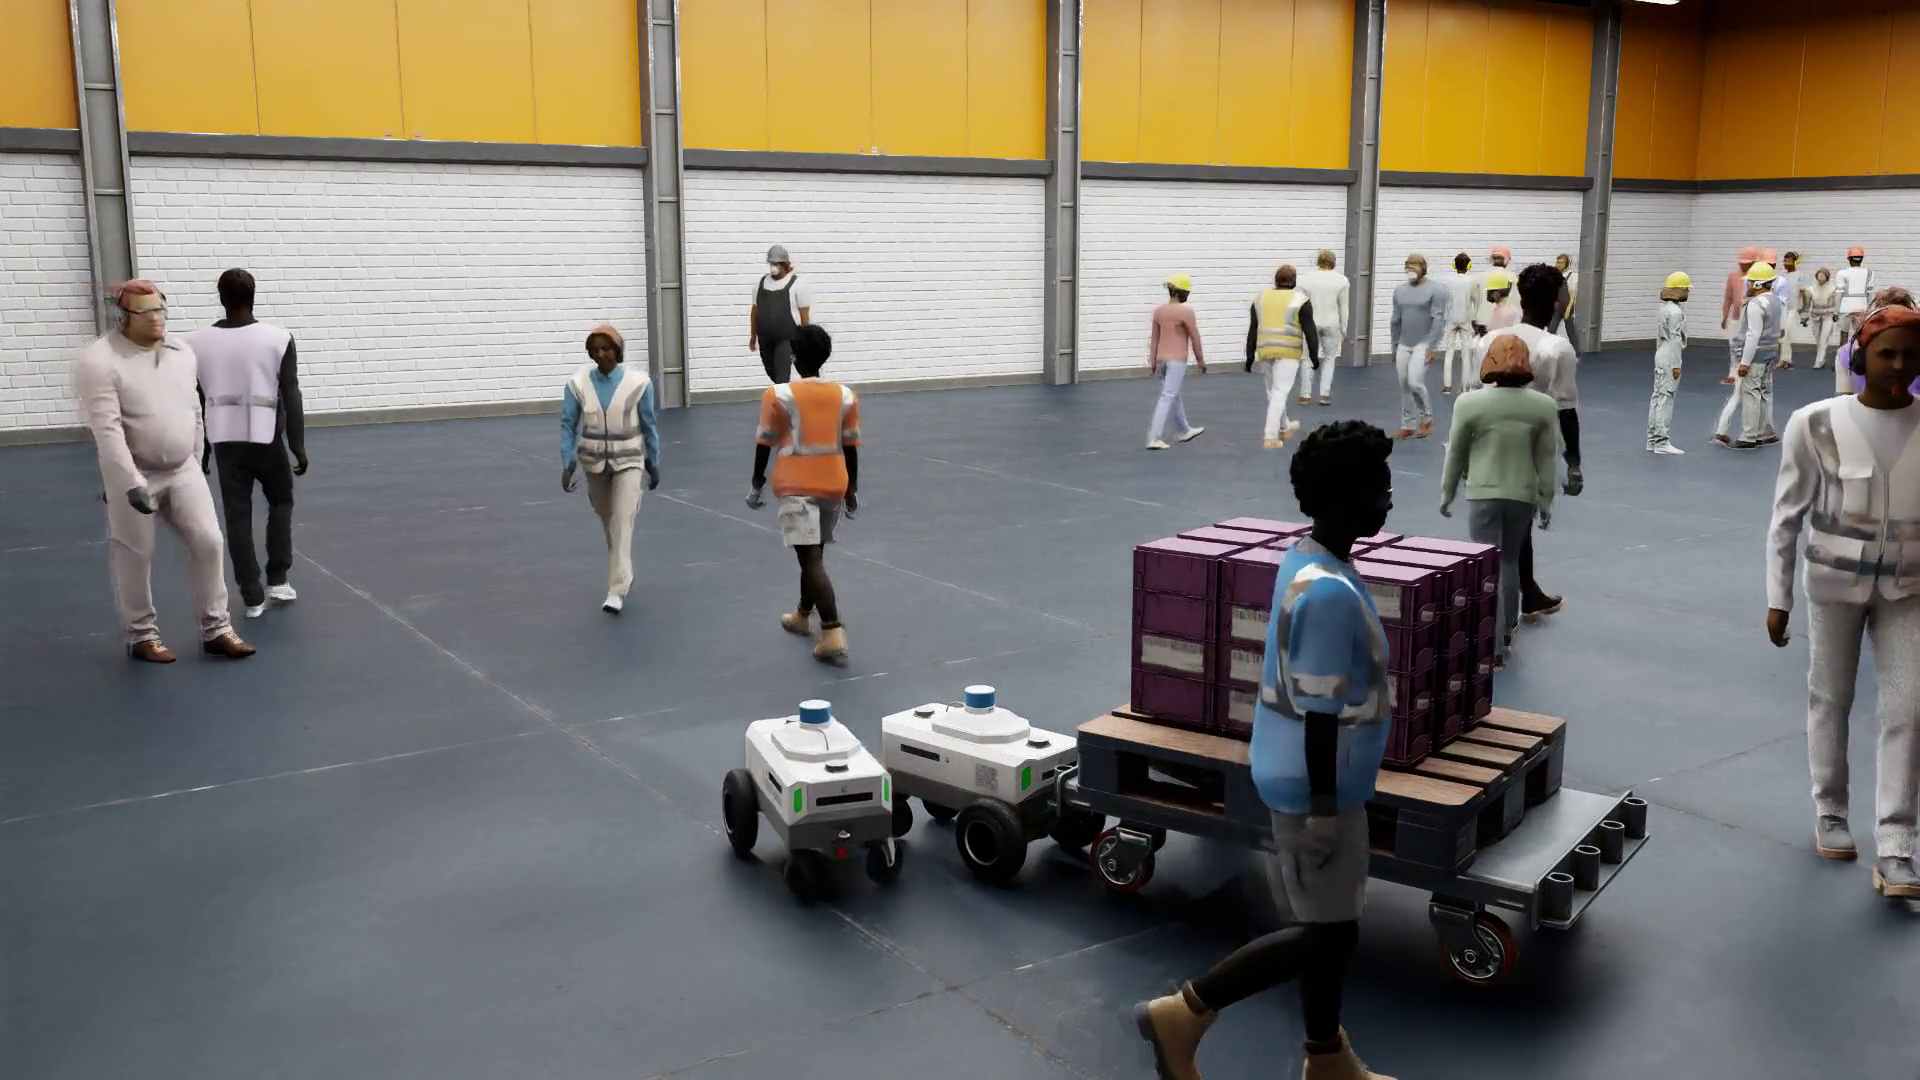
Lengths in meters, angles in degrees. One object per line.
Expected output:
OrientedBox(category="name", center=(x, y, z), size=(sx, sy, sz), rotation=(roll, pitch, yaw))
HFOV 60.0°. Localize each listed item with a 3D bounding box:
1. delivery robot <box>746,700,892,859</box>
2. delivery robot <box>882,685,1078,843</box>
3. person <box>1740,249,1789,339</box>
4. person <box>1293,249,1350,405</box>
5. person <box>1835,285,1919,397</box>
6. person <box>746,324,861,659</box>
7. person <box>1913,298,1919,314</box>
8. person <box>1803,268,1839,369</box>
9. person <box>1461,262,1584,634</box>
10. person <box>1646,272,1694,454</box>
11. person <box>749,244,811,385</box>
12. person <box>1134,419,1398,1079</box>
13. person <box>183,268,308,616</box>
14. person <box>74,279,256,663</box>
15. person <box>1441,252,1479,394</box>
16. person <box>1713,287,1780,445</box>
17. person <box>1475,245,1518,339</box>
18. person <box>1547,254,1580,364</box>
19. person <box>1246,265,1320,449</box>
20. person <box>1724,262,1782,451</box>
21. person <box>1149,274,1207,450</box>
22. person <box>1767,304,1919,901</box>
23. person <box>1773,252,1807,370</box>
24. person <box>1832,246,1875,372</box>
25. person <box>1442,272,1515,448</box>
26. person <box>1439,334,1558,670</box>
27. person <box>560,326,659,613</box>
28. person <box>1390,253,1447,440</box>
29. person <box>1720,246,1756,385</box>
OrientedBox(category="delivery robot", center=(-0.472, 0.771, 5.465), size=(0.477, 0.478, 0.707), rotation=(-4, 11, -19))
OrientedBox(category="delivery robot", center=(0.066, 0.738, 5.648), size=(0.707, 0.478, 0.477), rotation=(9, 14, 42))
OrientedBox(category="person", center=(10.489, -2.833, 21.736), size=(0.587, 1.911, 0.713), rotation=(5, 12, 28))
OrientedBox(category="person", center=(4.430, -2.601, 20.513), size=(0.719, 1.916, 0.387), rotation=(3, 11, 14))
OrientedBox(category="person", center=(5.252, -0.533, 9.445), size=(0.576, 1.817, 0.918), rotation=(4, 11, 22))
OrientedBox(category="person", center=(-0.745, -0.254, 8.339), size=(0.541, 1.651, 0.884), rotation=(-7, 13, -35))
OrientedBox(category="person", center=(12.244, -2.538, 20.954), size=(0.738, 1.609, 0.499), rotation=(-8, 13, -37))
OrientedBox(category="person", center=(13.744, -3.530, 26.487), size=(0.822, 1.583, 0.537), rotation=(-10, 14, -43))
OrientedBox(category="person", center=(3.037, -0.469, 8.716), size=(0.884, 1.933, 0.643), rotation=(-5, 12, -26))
OrientedBox(category="person", center=(6.858, -1.704, 16.027), size=(0.296, 1.743, 0.493), rotation=(1, 10, 8))
OrientedBox(category="person", center=(-2.033, -2.383, 18.937), size=(0.685, 2.000, 0.960), rotation=(4, 11, 22))
OrientedBox(category="person", center=(0.759, 0.550, 3.857), size=(0.574, 1.680, 0.538), rotation=(1, 10, 8))
OrientedBox(category="person", center=(-3.946, -0.550, 9.258), size=(0.628, 1.897, 0.619), rotation=(-2, 11, -11))
OrientedBox(category="person", center=(-3.818, -0.301, 7.984), size=(0.774, 1.875, 0.655), rotation=(6, 12, 30))
OrientedBox(category="person", center=(6.626, -2.872, 22.092), size=(0.533, 1.868, 0.310), rotation=(4, 11, 19))
OrientedBox(category="person", center=(7.893, -1.720, 16.540), size=(0.802, 1.587, 0.503), rotation=(-4, 11, -21))
OrientedBox(category="person", center=(6.951, -2.830, 21.587), size=(0.443, 1.965, 0.618), rotation=(-10, 14, -43))
OrientedBox(category="person", center=(9.771, -3.727, 26.991), size=(0.961, 1.800, 0.533), rotation=(-6, 12, -30))
OrientedBox(category="person", center=(3.241, -1.832, 16.591), size=(0.659, 1.786, 0.968), rotation=(8, 13, 38))
OrientedBox(category="person", center=(7.736, -1.782, 16.208), size=(0.404, 1.836, 0.590), rotation=(9, 14, 41))
OrientedBox(category="person", center=(2.165, -1.761, 16.440), size=(0.915, 1.714, 0.523), rotation=(-8, 13, -36))
OrientedBox(category="person", center=(2.906, 0.198, 5.289), size=(0.616, 1.851, 0.868), rotation=(4, 11, 20))
OrientedBox(category="person", center=(12.860, -3.562, 25.937), size=(0.651, 1.839, 0.576), rotation=(-4, 11, -21))
OrientedBox(category="person", center=(13.665, -3.526, 25.488), size=(0.547, 1.936, 0.383), rotation=(2, 11, 11))
OrientedBox(category="person", center=(4.932, -1.627, 15.584), size=(0.713, 1.738, 0.552), rotation=(1, 10, 7))
OrientedBox(category="person", center=(2.616, -0.200, 8.165), size=(0.500, 1.608, 0.666), rotation=(0, 10, -1))
OrientedBox(category="person", center=(-1.972, -0.410, 9.374), size=(0.517, 1.584, 0.925), rotation=(1, 10, 3))
OrientedBox(category="person", center=(4.627, -1.951, 16.912), size=(0.486, 1.916, 0.643), rotation=(-8, 13, -36))
OrientedBox(category="person", center=(10.891, -3.095, 23.098), size=(0.565, 1.942, 0.712), rotation=(-6, 12, -30))
